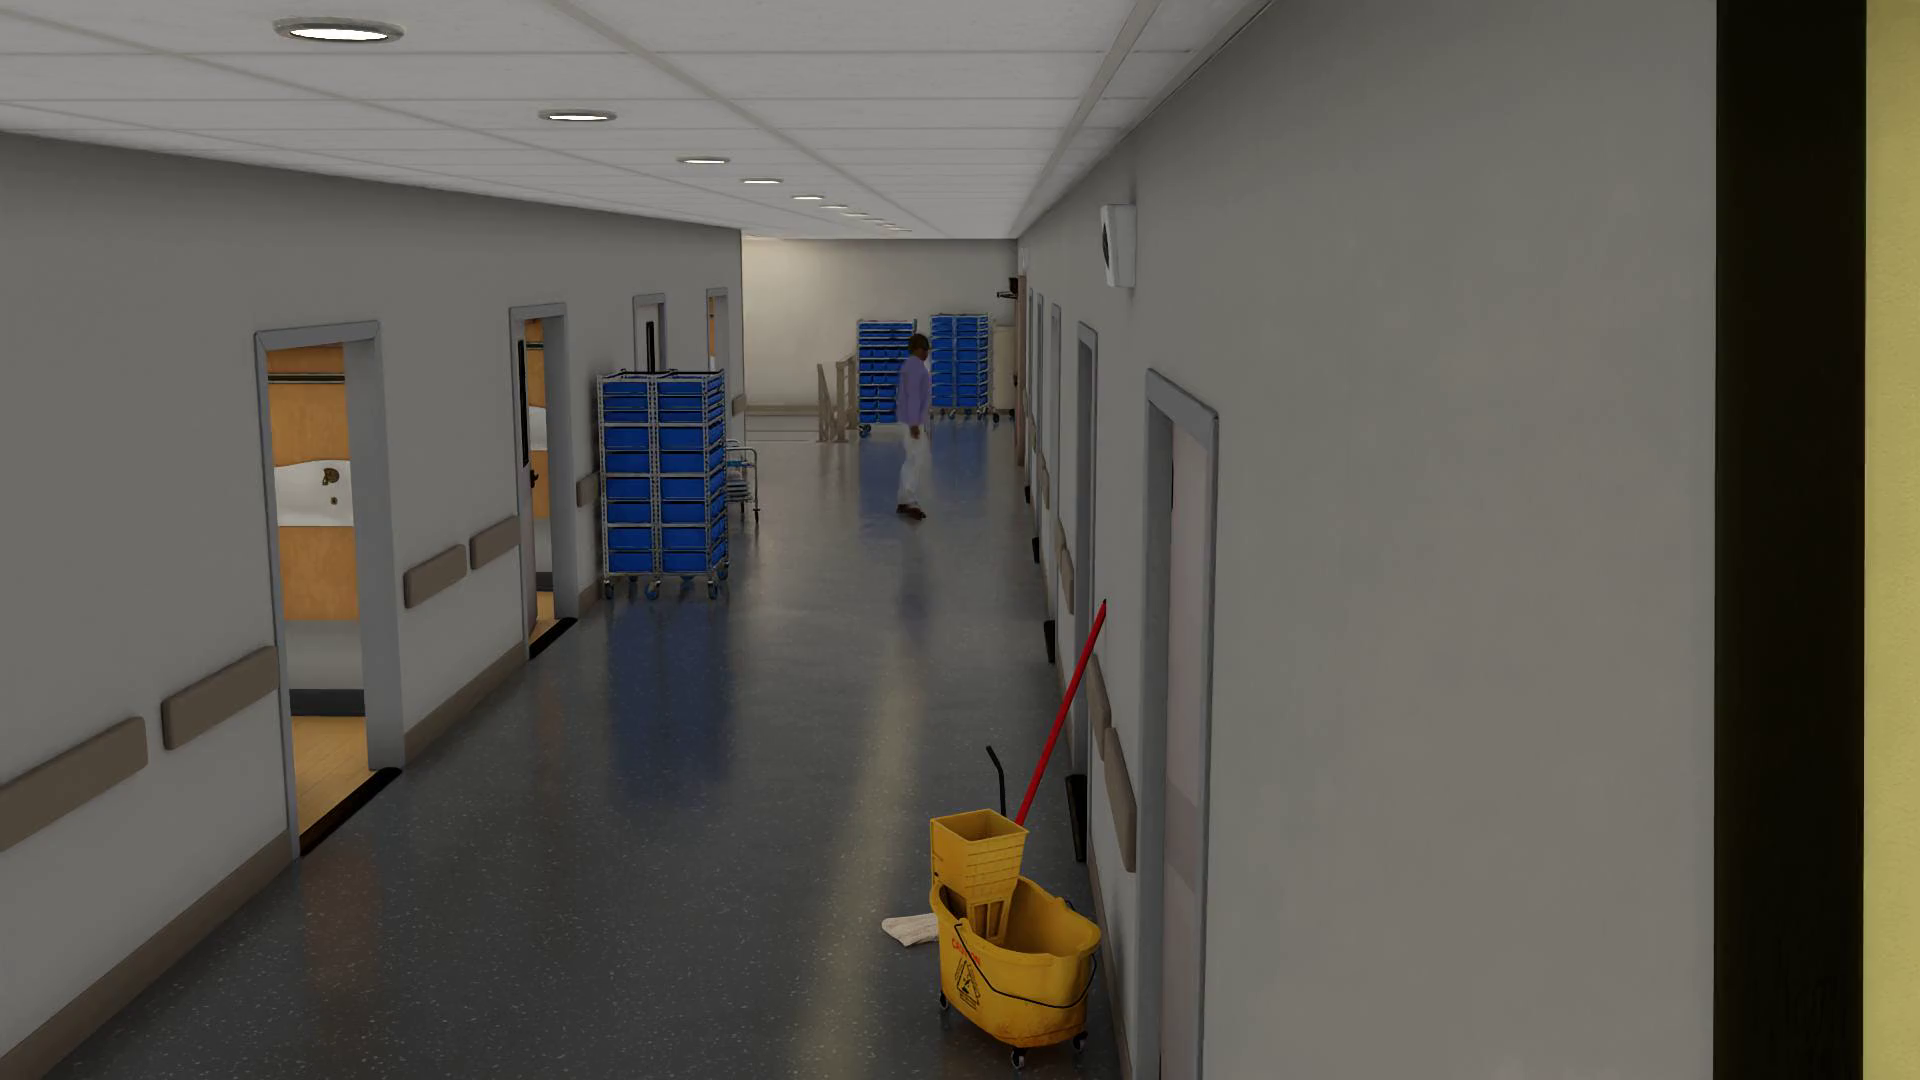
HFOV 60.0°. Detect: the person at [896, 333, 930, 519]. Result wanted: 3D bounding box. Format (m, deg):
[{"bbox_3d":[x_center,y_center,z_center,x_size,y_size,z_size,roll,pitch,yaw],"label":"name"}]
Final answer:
[{"bbox_3d":[-0.476,-1.174,17.173,0.362,1.895,0.714,0,9,-2],"label":"person"}]
